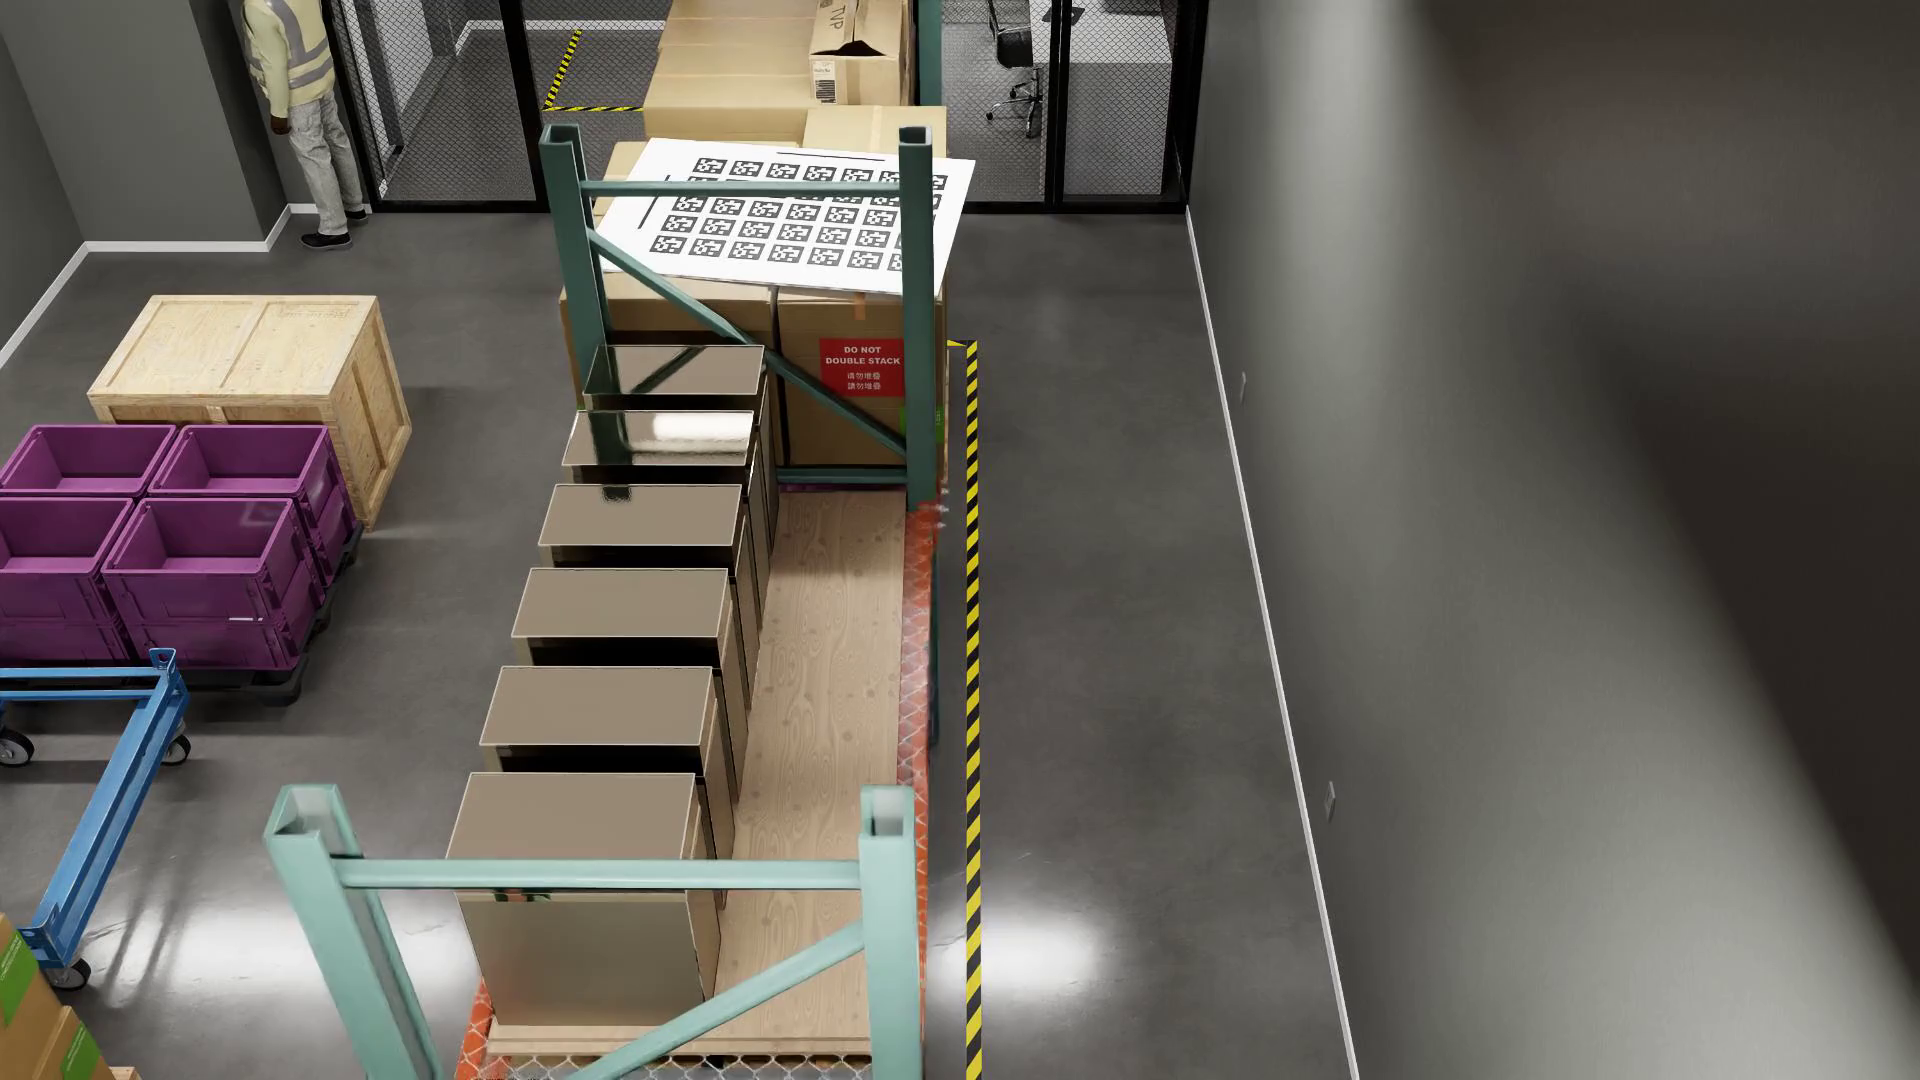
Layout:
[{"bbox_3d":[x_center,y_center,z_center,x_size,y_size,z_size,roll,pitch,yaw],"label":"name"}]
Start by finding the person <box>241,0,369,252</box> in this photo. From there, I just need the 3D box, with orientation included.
[{"bbox_3d":[-3.471,-2.392,8.699,0.404,1.833,0.589,5,41,5],"label":"person"}]
